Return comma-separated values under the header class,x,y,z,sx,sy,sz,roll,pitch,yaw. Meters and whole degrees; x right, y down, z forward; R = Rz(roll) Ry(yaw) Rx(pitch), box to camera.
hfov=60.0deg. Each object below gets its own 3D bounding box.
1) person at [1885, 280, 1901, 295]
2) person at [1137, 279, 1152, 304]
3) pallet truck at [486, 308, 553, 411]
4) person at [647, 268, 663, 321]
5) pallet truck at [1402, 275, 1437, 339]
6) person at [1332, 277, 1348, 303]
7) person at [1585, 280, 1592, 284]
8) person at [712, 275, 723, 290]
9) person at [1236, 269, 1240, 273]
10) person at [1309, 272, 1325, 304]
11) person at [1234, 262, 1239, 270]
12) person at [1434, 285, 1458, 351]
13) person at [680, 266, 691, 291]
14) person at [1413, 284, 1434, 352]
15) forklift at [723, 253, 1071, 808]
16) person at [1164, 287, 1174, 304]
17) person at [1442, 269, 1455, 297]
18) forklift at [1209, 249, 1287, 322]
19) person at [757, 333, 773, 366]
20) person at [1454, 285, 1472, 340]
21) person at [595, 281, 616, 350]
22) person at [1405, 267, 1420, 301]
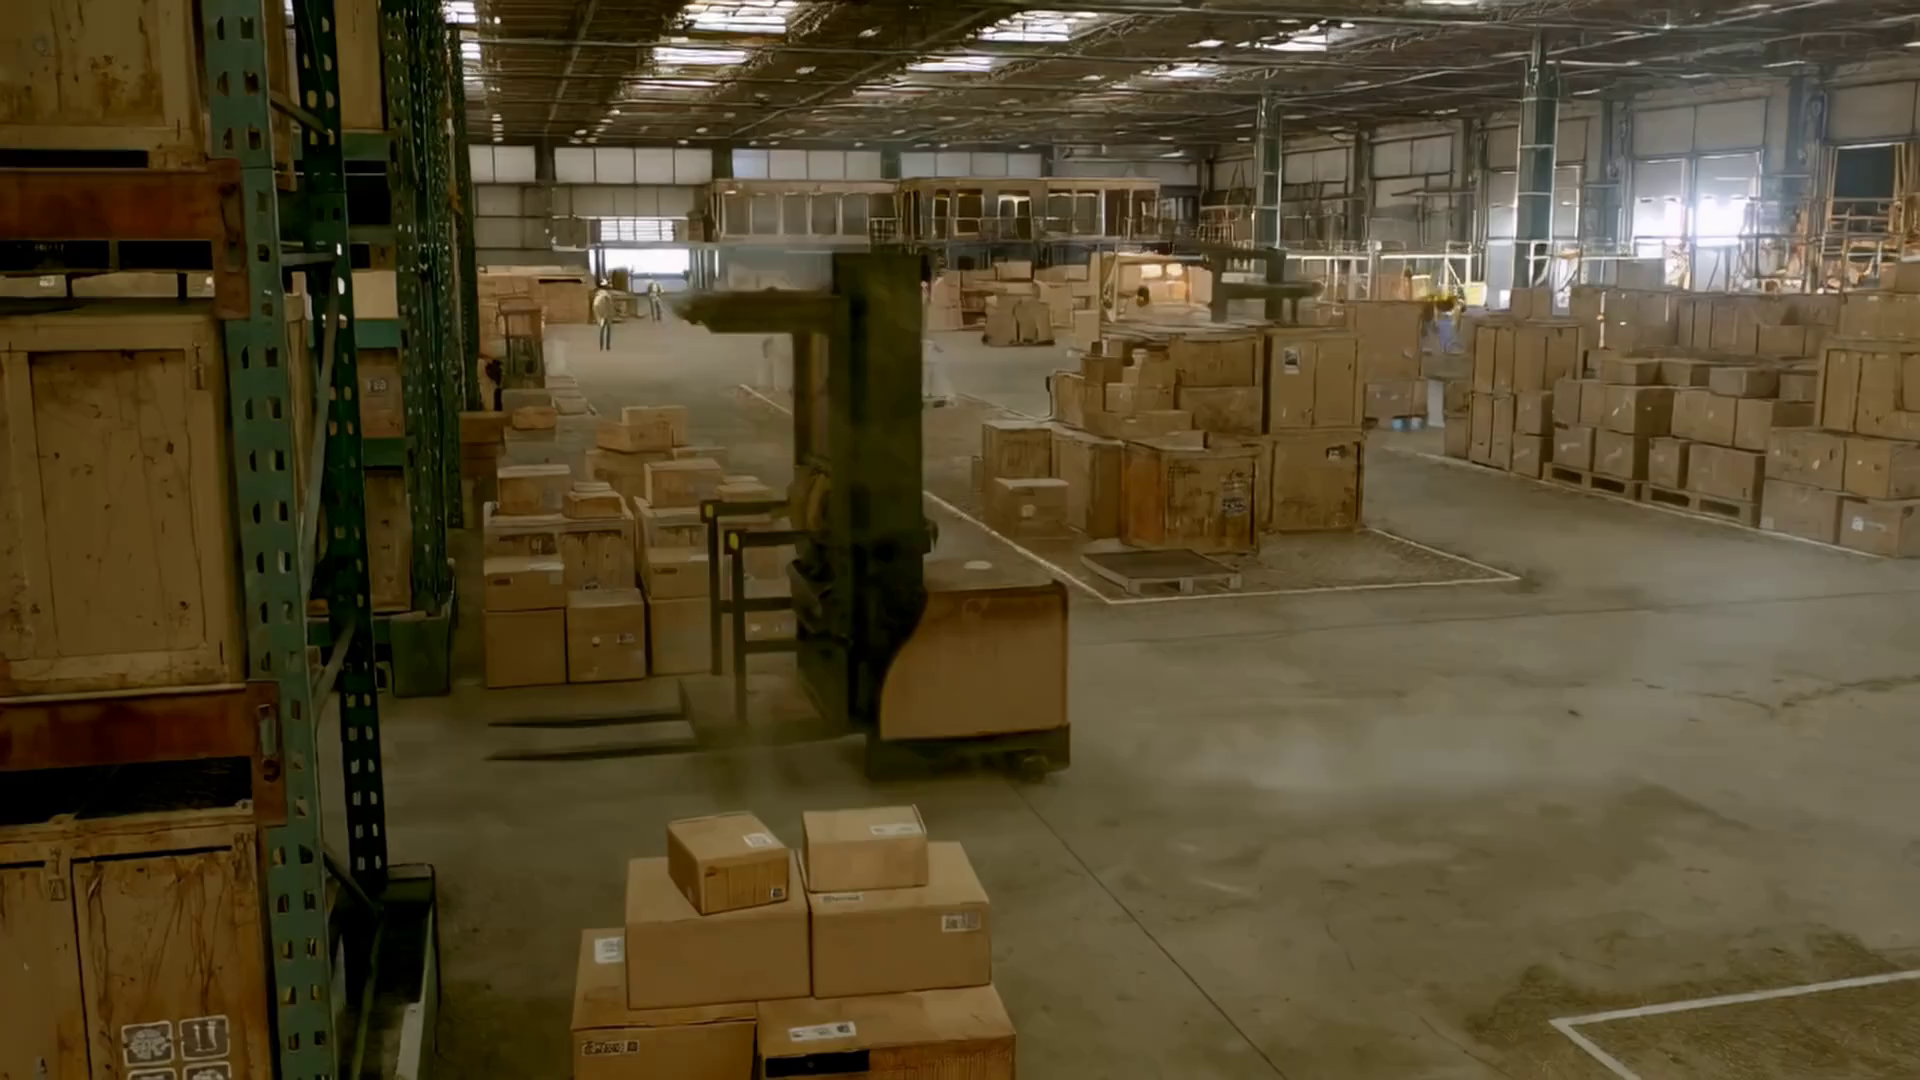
class,x,y,z,sx,sy,sz,roll,pitch,yaw
person,26.674,-6.479,47.526,0.547,1.939,0.376,-3,10,-14
person,5.347,-6.632,48.425,0.366,1.927,0.585,-7,12,-34
pallet truck,-6.242,-2.418,24.362,0.823,1.965,1.885,1,10,3
person,-11.738,-9.428,63.974,0.558,2.025,0.636,9,13,40
pallet truck,14.620,-7.324,52.145,0.823,1.965,1.885,8,13,40
person,13.845,-8.656,60.271,0.638,1.795,0.965,-1,10,-8
person,19.083,-6.983,50.657,0.506,1.842,0.348,-4,11,-22
person,-8.750,-8.675,60.202,0.328,1.861,0.501,7,12,35
person,11.933,-10.675,71.364,0.724,1.897,0.618,-2,10,-13
person,13.224,-8.974,61.705,0.636,1.918,0.552,6,11,29
person,16.173,-15.348,97.731,0.638,1.938,0.649,4,11,20
person,12.152,-5.409,41.542,0.606,1.901,0.646,5,11,27
person,-14.383,-13.443,87.198,0.576,1.860,0.818,-3,10,-15
person,11.870,-5.596,42.607,0.553,1.911,0.704,-7,12,-35
forklift,-0.420,-0.135,8.936,1.873,2.768,1.129,-3,10,-15
person,4.836,-4.869,38.356,0.488,1.952,0.628,-4,11,-21
person,21.549,-11.013,73.378,0.586,1.881,0.915,3,10,16
forklift,3.633,-2.310,21.254,1.129,2.768,1.873,-3,10,-15
person,-4.620,-5.086,40.404,0.530,1.666,0.817,8,13,39
person,15.570,-7.049,51.517,0.554,1.656,0.829,9,13,40
person,-9.804,-6.204,46.018,0.576,1.920,0.406,0,10,0
person,21.116,-11.756,77.521,0.609,1.912,0.967,0,10,-2
